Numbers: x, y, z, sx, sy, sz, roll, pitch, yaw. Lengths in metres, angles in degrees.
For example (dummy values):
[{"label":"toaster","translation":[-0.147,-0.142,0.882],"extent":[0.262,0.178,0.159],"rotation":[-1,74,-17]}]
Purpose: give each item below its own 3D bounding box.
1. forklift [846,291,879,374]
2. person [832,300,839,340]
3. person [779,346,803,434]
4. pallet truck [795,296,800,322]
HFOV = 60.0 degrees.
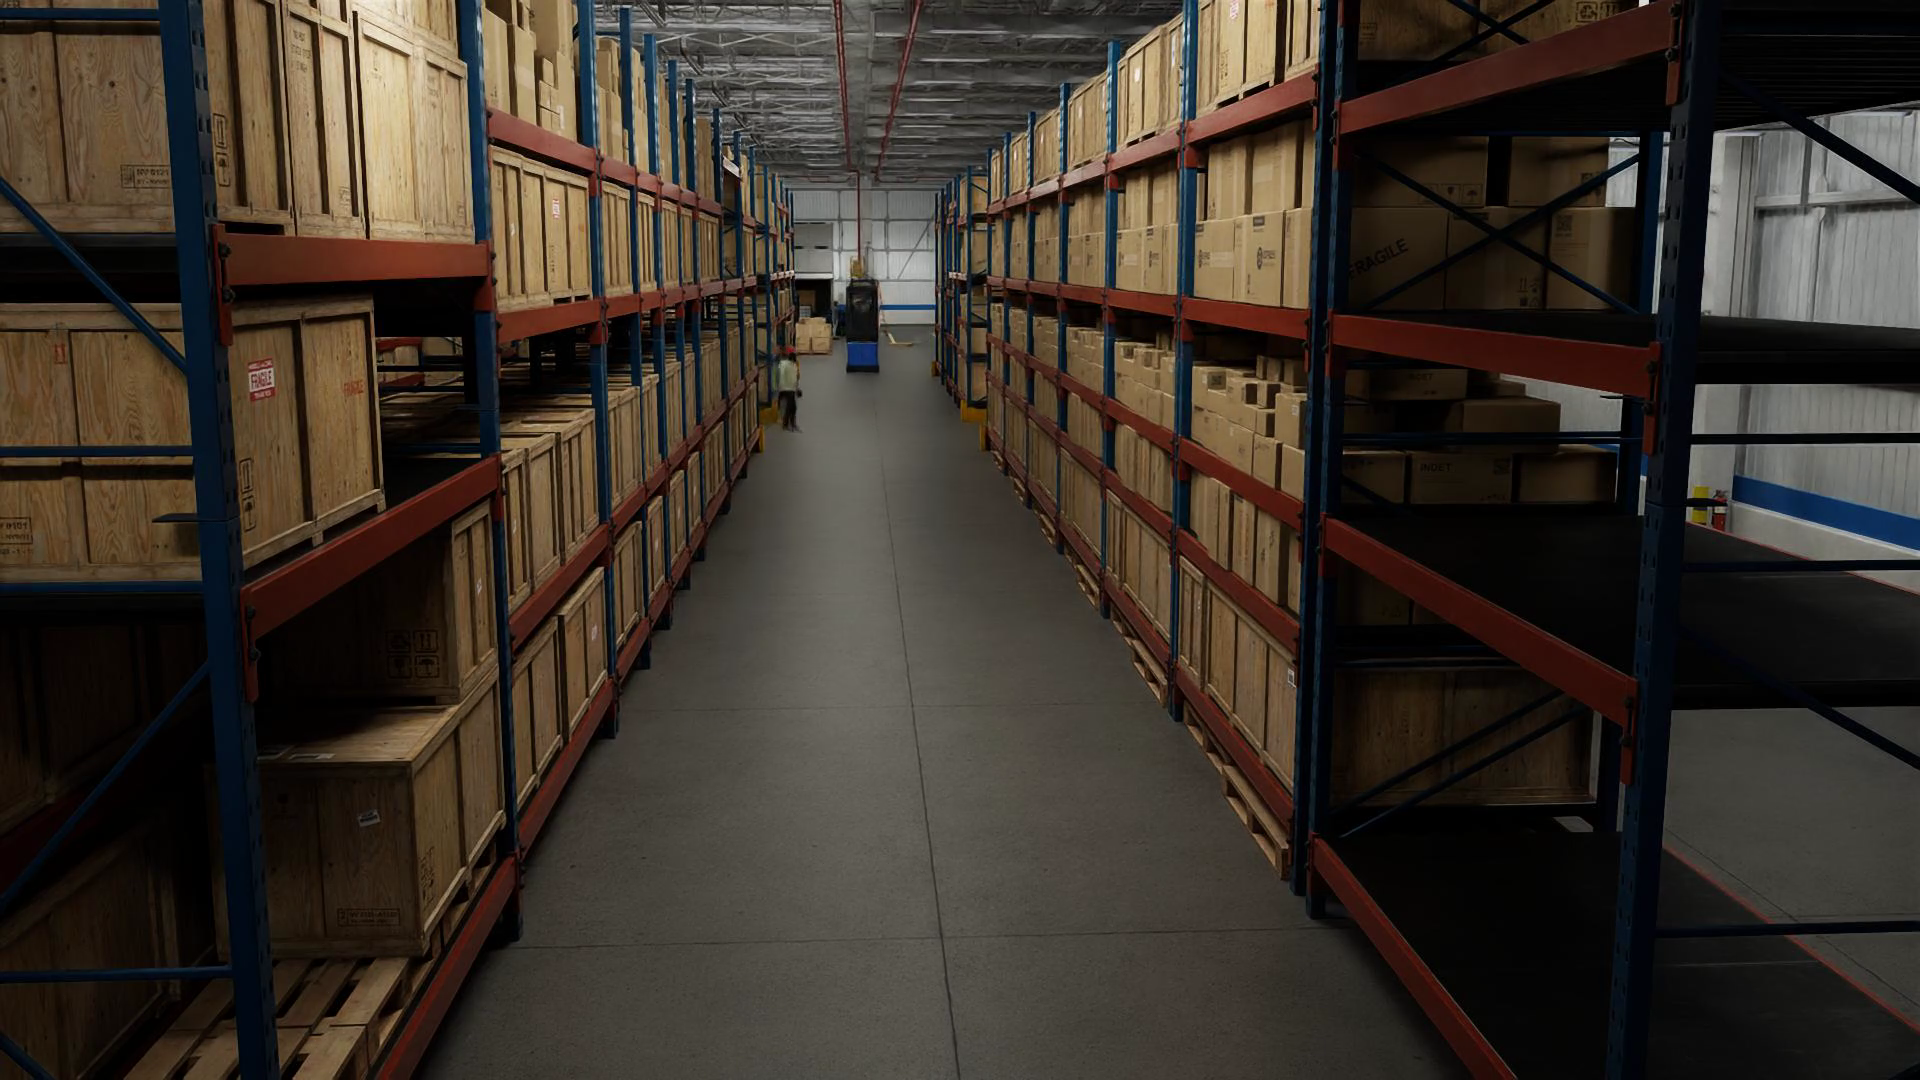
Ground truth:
[{"label":"forklift","translation":[-3.370,-7.168,57.288],"extent":[1.129,2.768,1.873],"rotation":[-1,10,-4]},{"label":"person","translation":[-6.141,-10.829,81.960],"extent":[0.375,1.939,0.628],"rotation":[1,10,6]},{"label":"person","translation":[-3.721,-3.363,37.279],"extent":[0.794,1.963,0.648],"rotation":[4,10,23]},{"label":"pallet truck","translation":[-8.622,-12.439,91.403],"extent":[1.885,1.965,0.823],"rotation":[2,10,13]}]
